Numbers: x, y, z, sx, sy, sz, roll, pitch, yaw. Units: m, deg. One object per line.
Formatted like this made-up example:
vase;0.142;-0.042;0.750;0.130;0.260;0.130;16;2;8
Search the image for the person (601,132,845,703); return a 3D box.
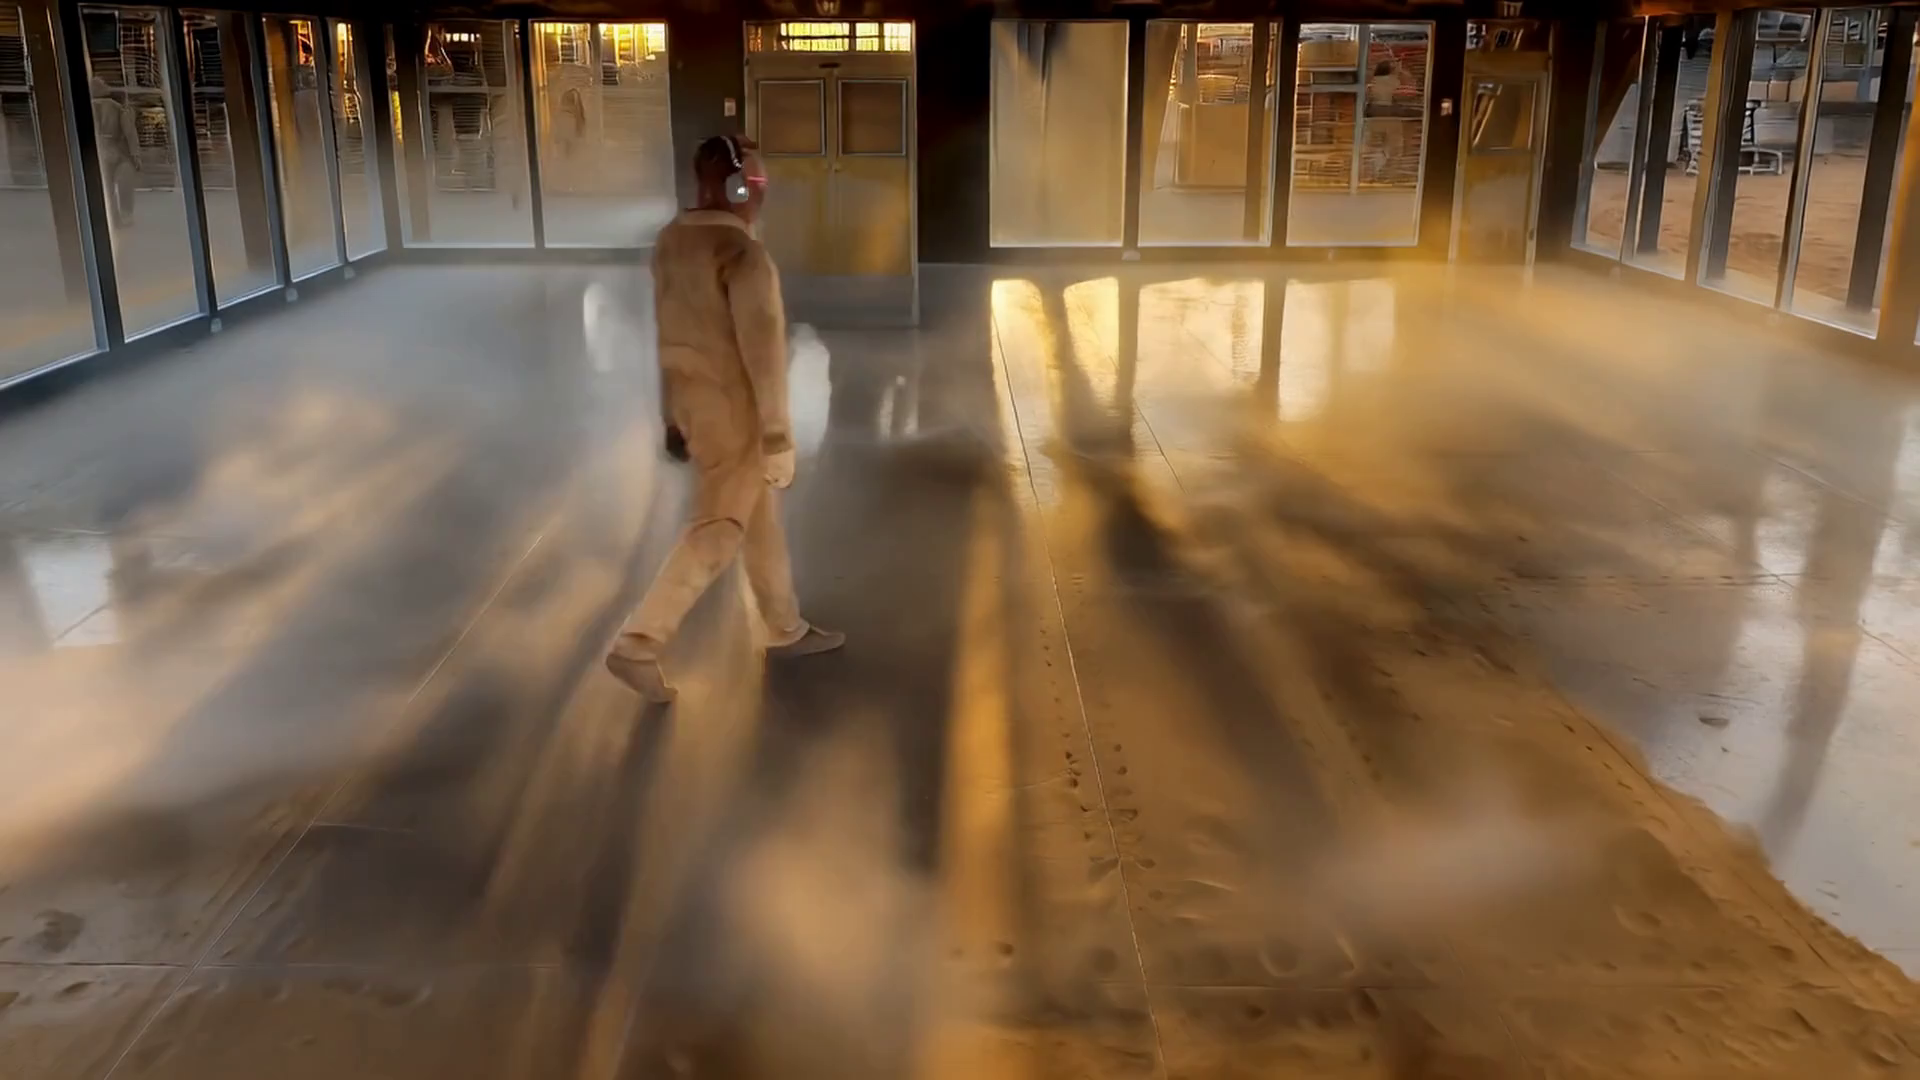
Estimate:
person;-0.818;-0.405;5.557;0.948;1.872;0.657;-11;19;-32
